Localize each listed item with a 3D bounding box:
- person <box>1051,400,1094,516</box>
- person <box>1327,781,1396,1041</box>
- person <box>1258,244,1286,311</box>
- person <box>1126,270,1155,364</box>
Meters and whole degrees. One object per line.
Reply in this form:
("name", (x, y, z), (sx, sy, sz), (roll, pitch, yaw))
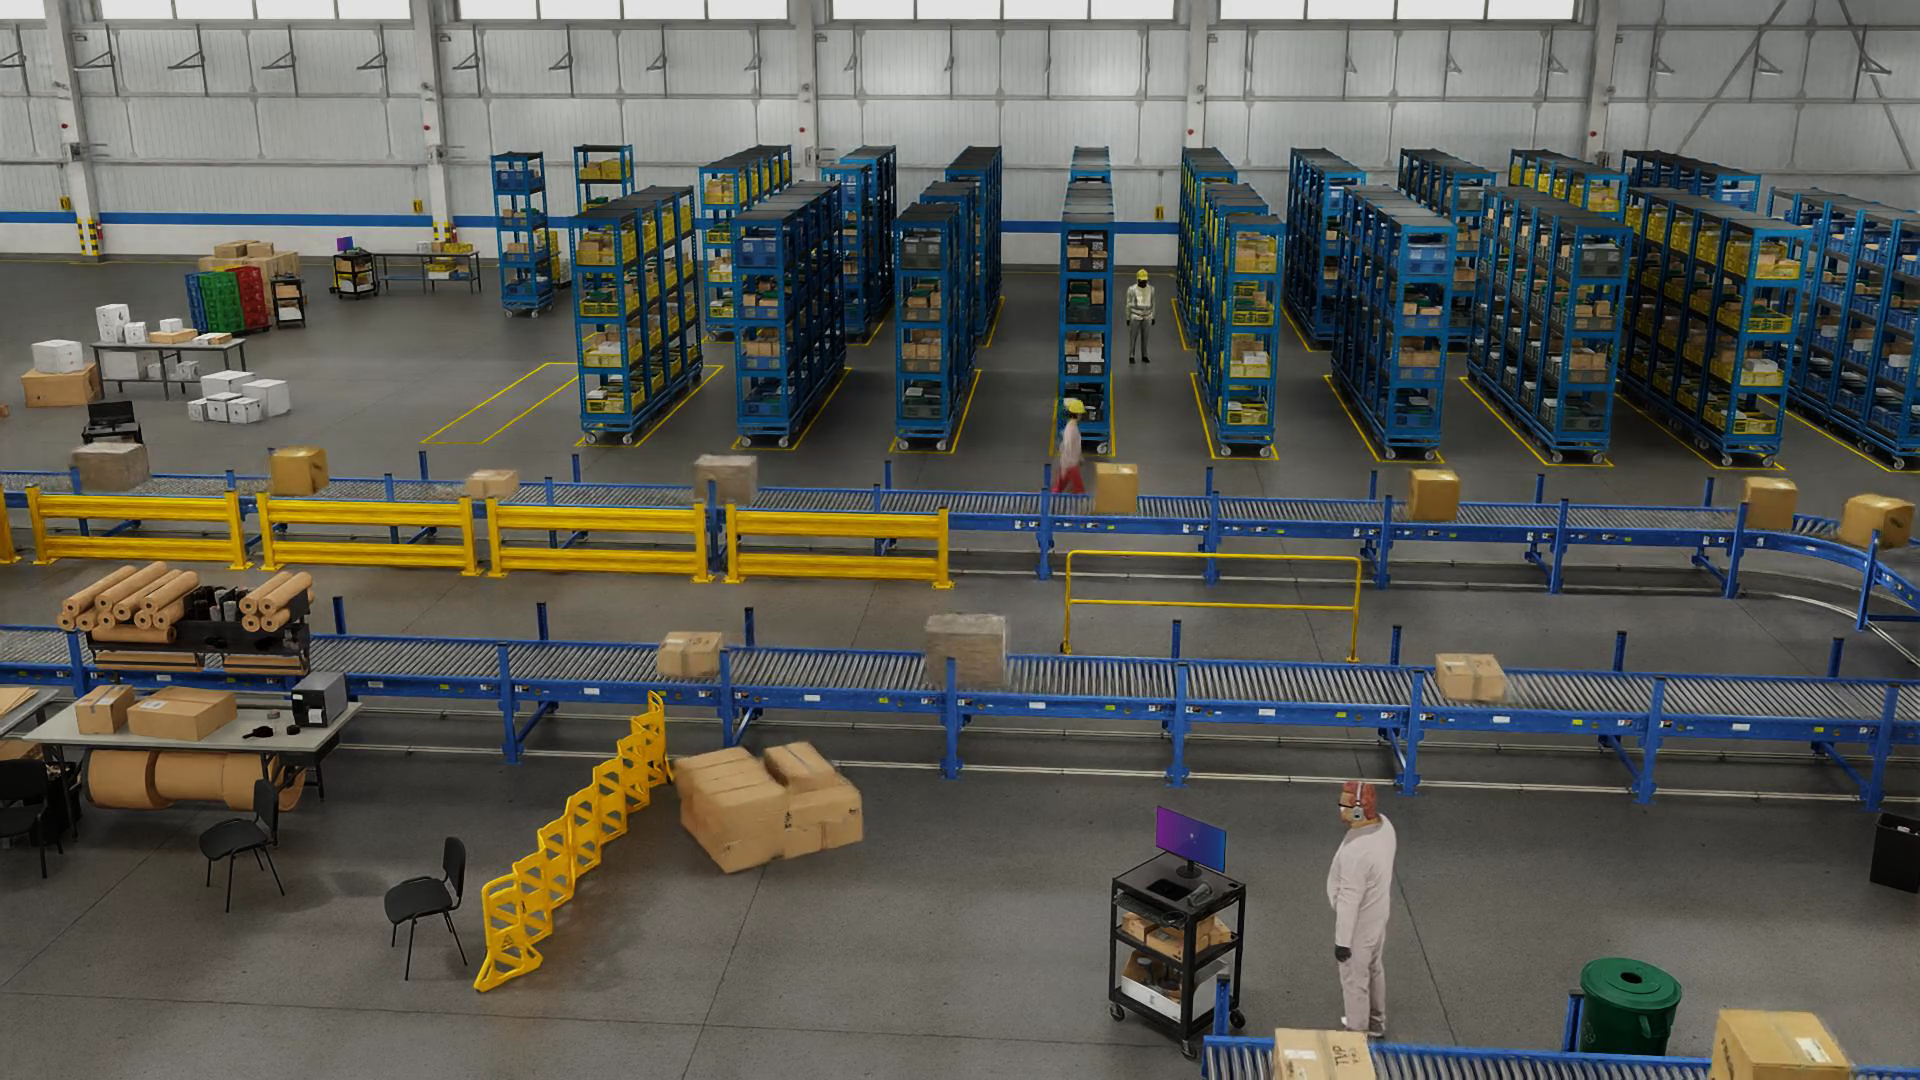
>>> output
("person", (1.507, -0.999, 21.929), (0.918, 1.717, 0.540), (1, 18, 4))
("person", (2.553, 2.438, 10.740), (0.401, 1.896, 0.663), (11, 20, 31))
("person", (6.606, -5.375, 35.420), (0.626, 1.971, 0.832), (2, 18, 6))
("person", (3.525, -4.350, 32.365), (0.600, 1.829, 0.404), (-4, 18, -13))
